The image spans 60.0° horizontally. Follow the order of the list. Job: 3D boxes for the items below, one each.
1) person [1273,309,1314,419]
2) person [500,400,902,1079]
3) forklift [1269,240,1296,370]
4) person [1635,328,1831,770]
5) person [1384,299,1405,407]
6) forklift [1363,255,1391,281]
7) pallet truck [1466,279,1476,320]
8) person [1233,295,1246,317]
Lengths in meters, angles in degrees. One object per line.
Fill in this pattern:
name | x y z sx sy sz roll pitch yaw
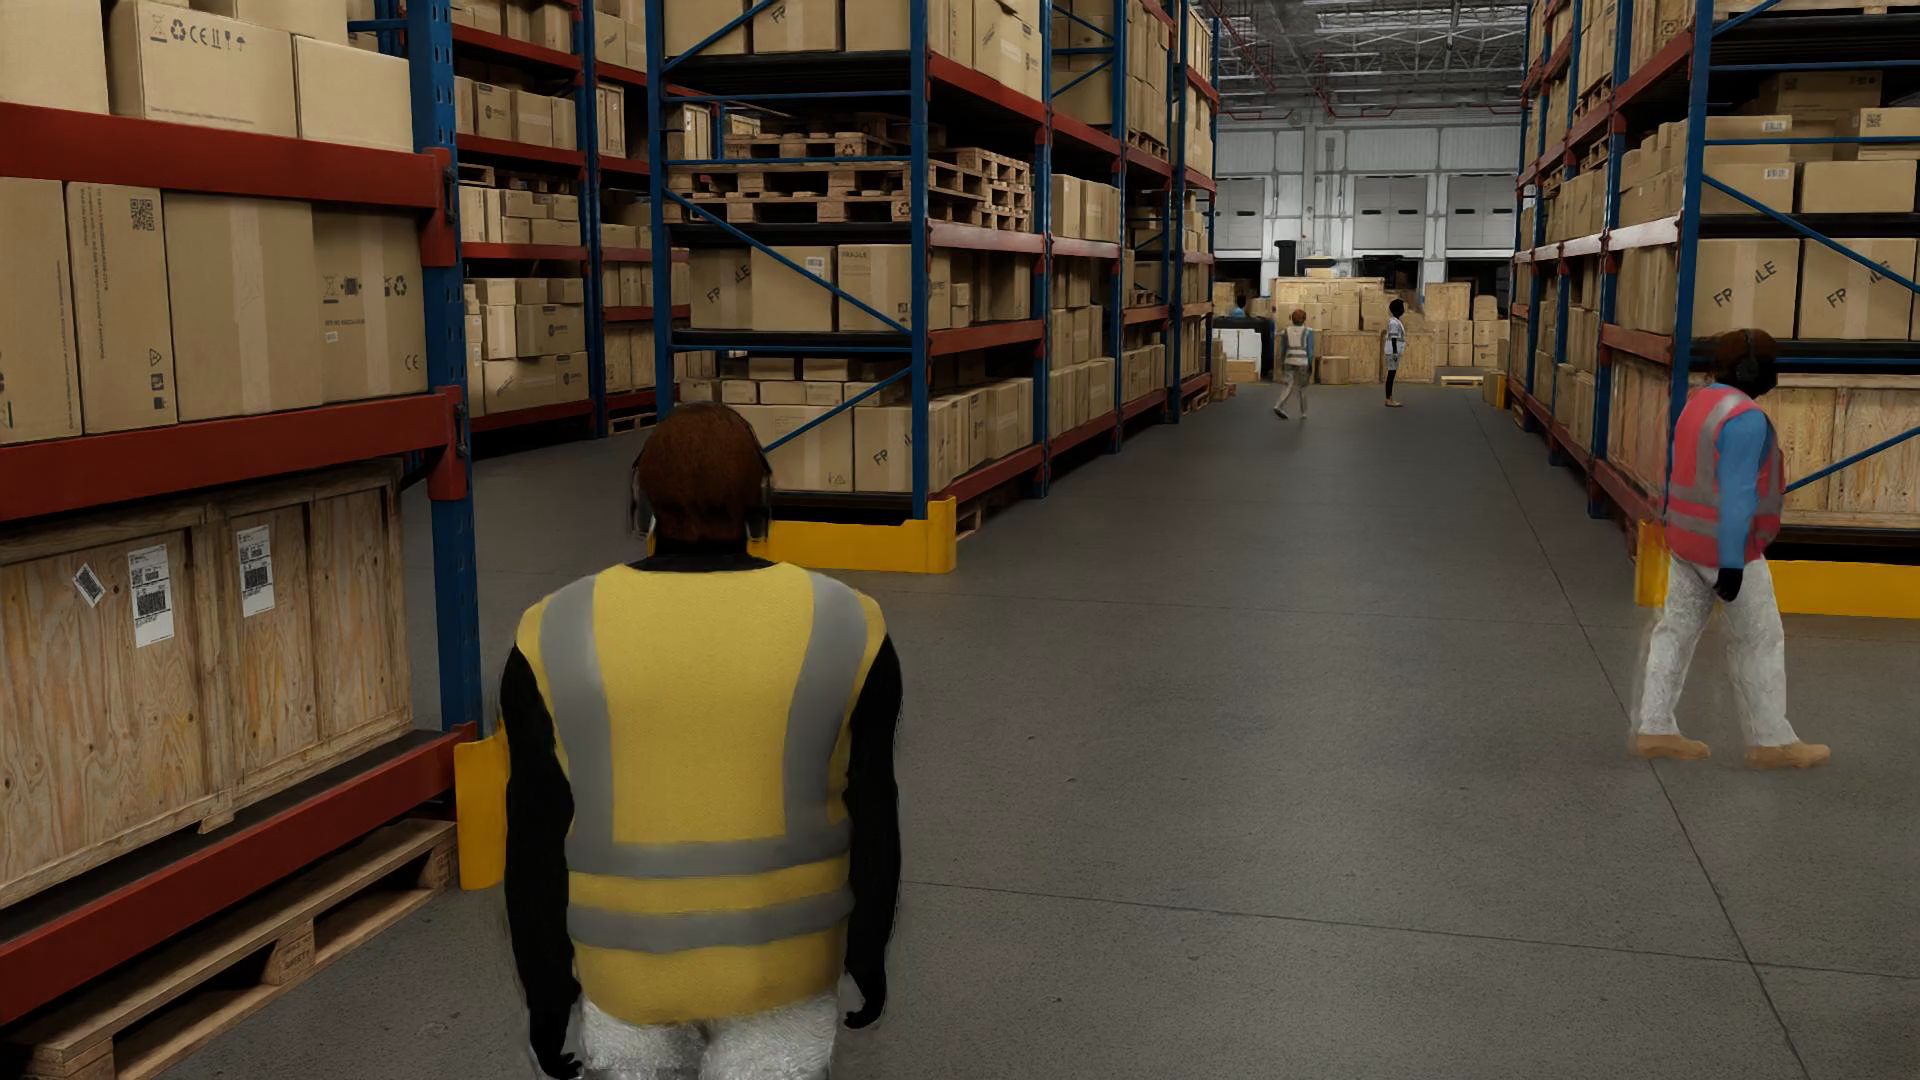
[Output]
person | 4.783 -2.511 23.799 0.552 1.596 0.758 6 11 35
person | -0.405 0.689 2.729 0.624 1.832 0.433 -1 9 -5
forklift | 6.983 -5.037 35.774 1.873 2.768 1.129 2 9 15
person | 3.250 0.044 6.856 0.853 1.810 0.664 1 9 4
person | 6.853 -2.943 26.218 0.319 1.696 0.532 2 9 15
forklift | 14.254 -8.372 56.961 1.129 2.768 1.873 -1 9 -5
pallet truck | 18.896 -8.459 60.307 1.885 1.965 0.823 5 10 31
person | 6.093 -4.550 36.555 0.861 1.657 0.539 0 9 -3
